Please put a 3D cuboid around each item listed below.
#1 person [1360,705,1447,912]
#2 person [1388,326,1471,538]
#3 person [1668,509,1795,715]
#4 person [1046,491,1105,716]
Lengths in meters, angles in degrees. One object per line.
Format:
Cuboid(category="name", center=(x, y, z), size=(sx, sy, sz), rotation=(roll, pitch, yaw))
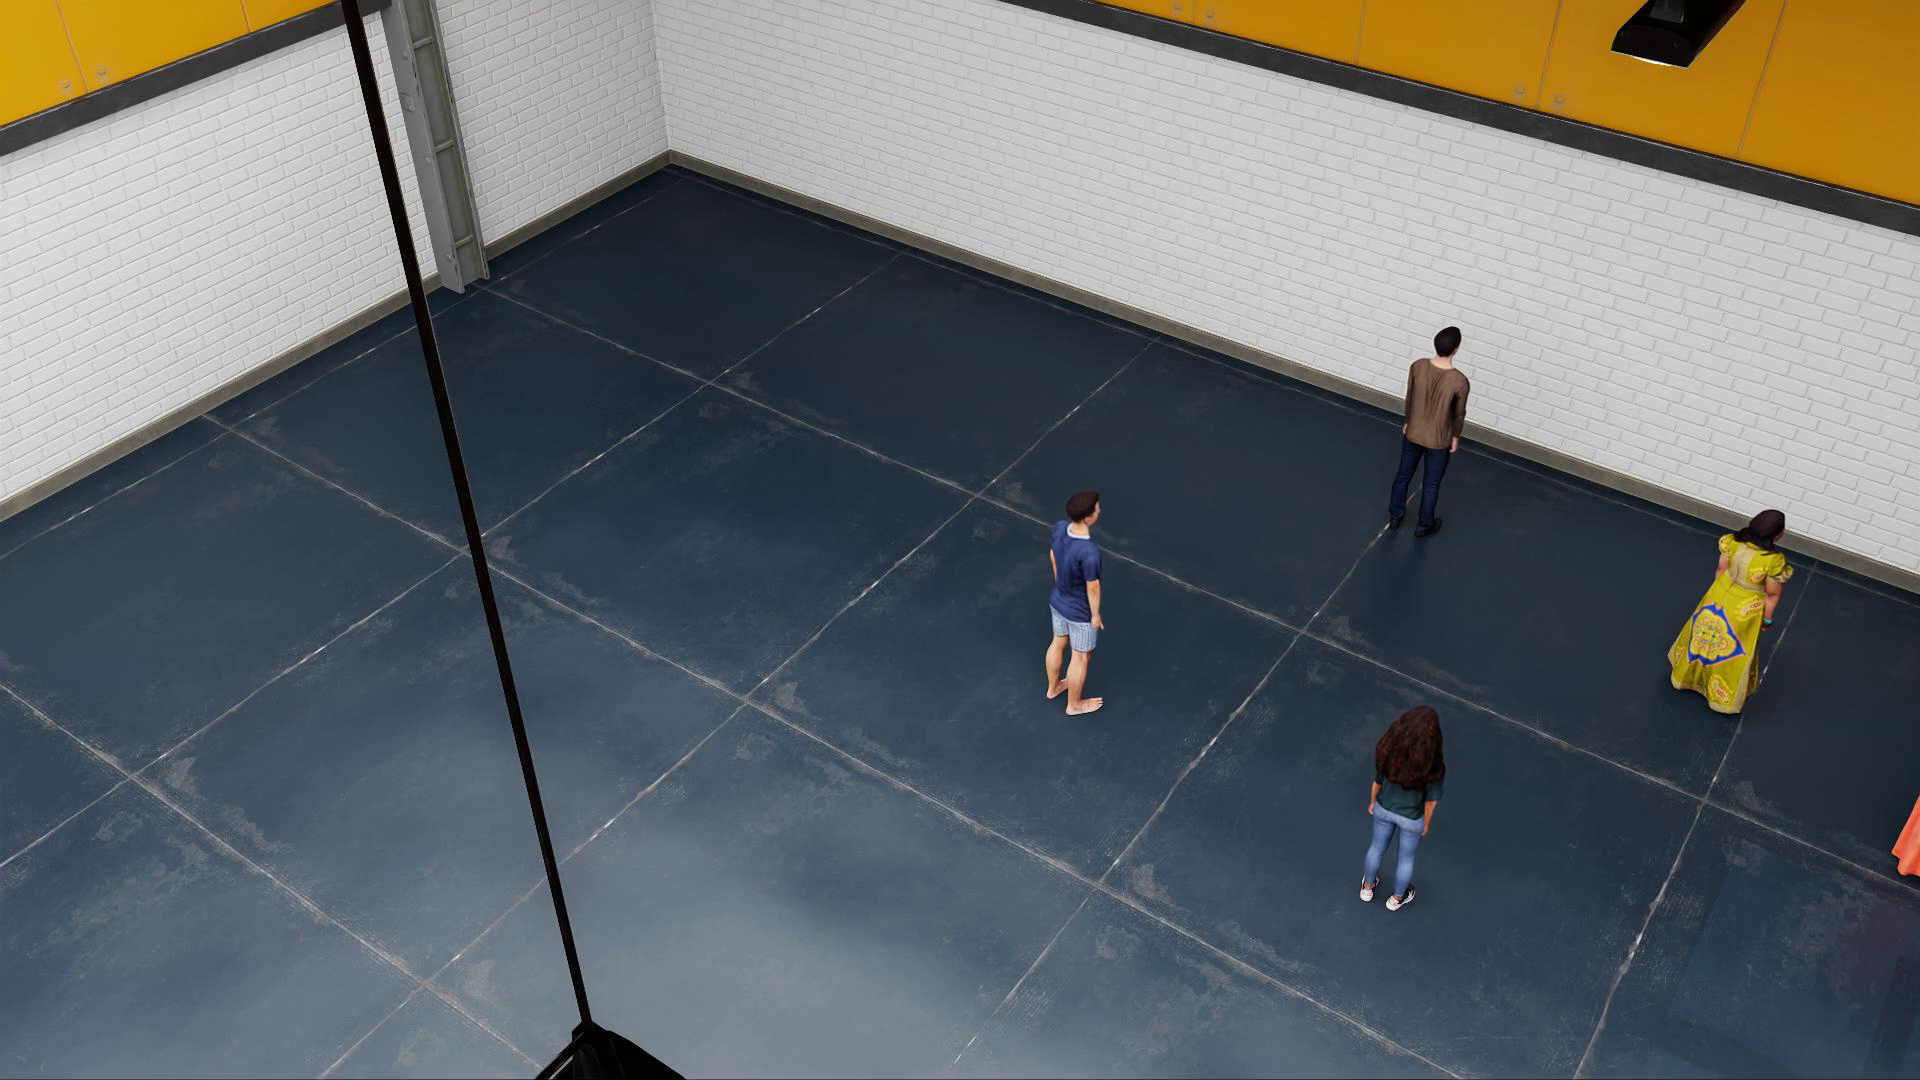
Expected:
Cuboid(category="person", center=(2.693, 1.640, 10.161), size=(0.581, 1.616, 0.567), rotation=(23, 44, 26))
Cuboid(category="person", center=(3.682, -0.844, 13.053), size=(0.645, 1.889, 0.563), rotation=(25, 45, 28))
Cuboid(category="person", center=(5.427, 0.462, 11.602), size=(0.938, 1.660, 0.967), rotation=(-22, 44, -25))
Cuboid(category="person", center=(0.790, 0.430, 11.493), size=(0.662, 1.846, 0.690), rotation=(-23, 44, -26))
